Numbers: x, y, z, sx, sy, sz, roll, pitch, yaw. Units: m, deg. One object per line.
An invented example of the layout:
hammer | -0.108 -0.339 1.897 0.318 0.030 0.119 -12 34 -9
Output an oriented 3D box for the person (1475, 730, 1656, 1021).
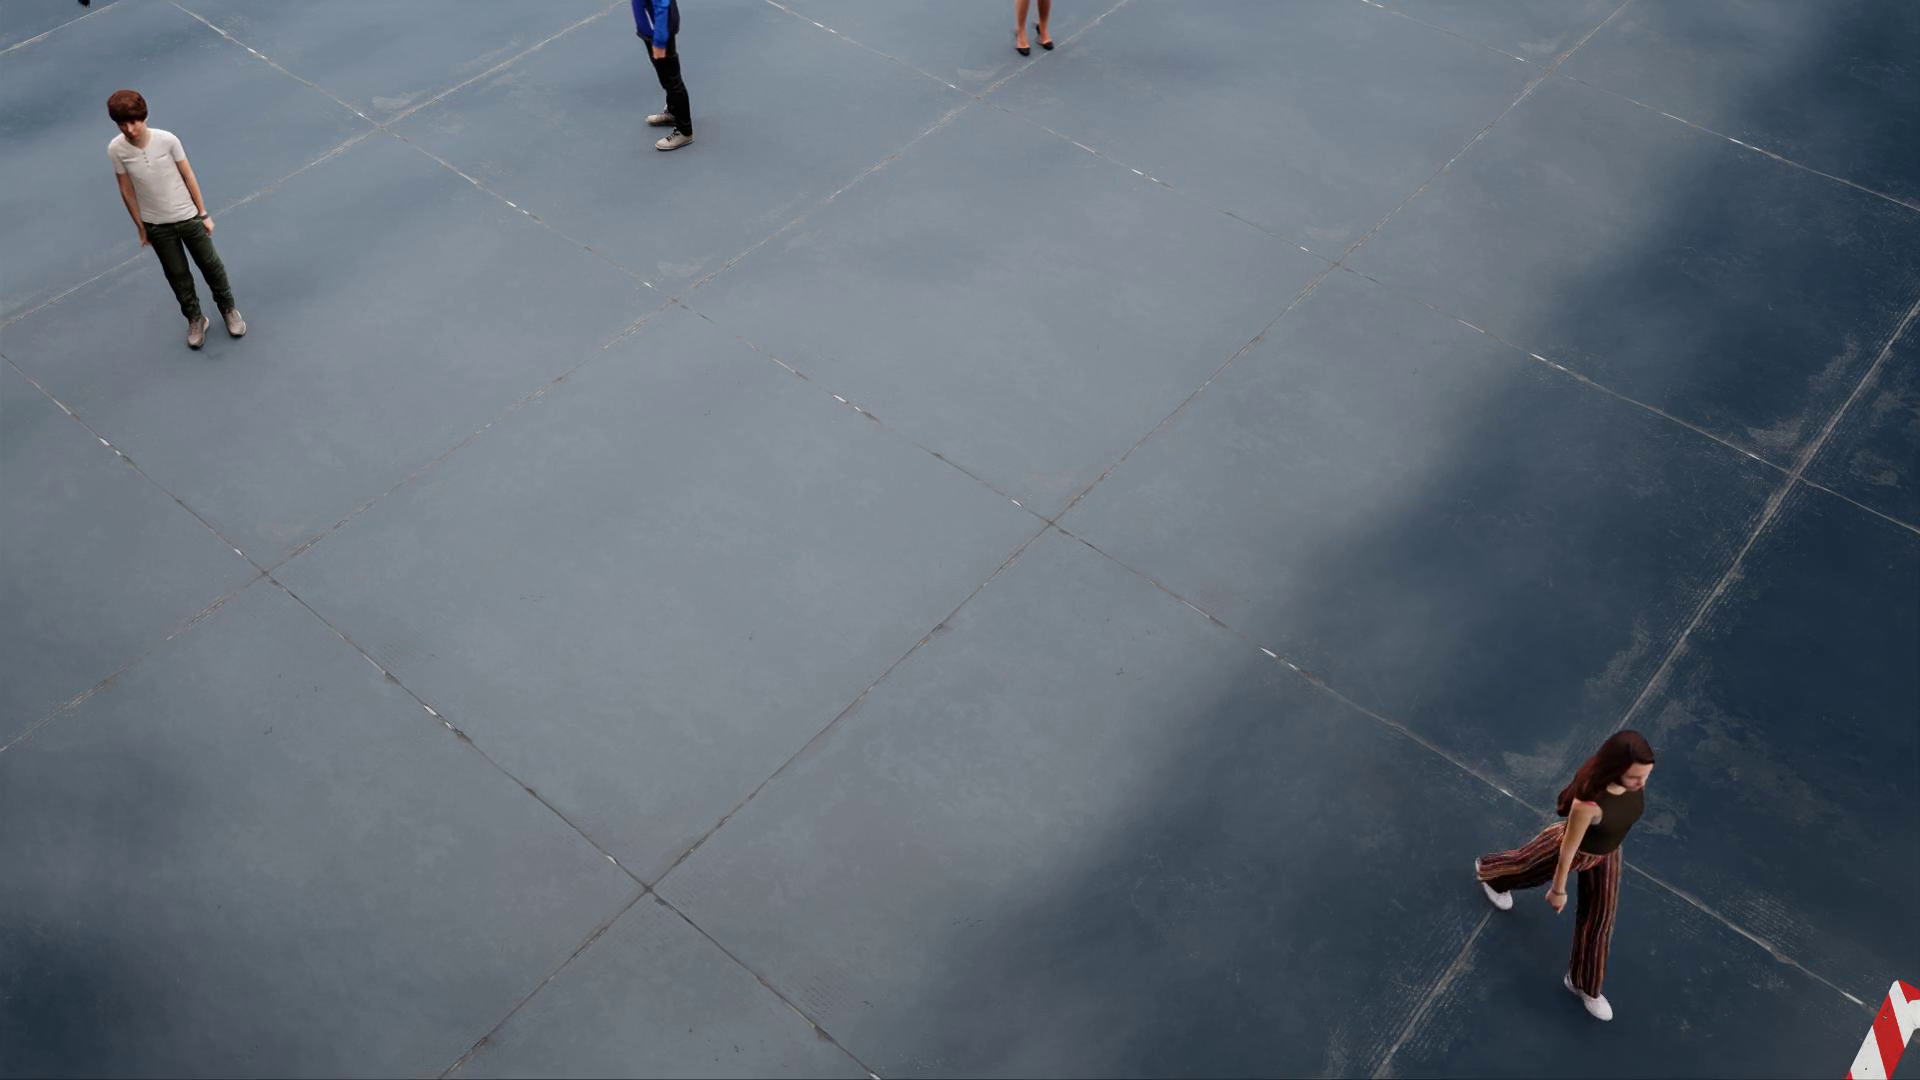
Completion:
person | 2.502 1.233 6.888 0.874 1.521 1.173 -20 50 -17

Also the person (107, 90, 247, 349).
person | -4.583 -1.878 9.675 0.649 1.655 0.668 -16 49 -14

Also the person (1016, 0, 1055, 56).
person | 0.560 -4.265 11.886 0.607 1.647 0.604 -20 50 -18

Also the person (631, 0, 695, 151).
person | -2.001 -3.448 11.057 0.780 1.756 0.682 -11 48 -10
